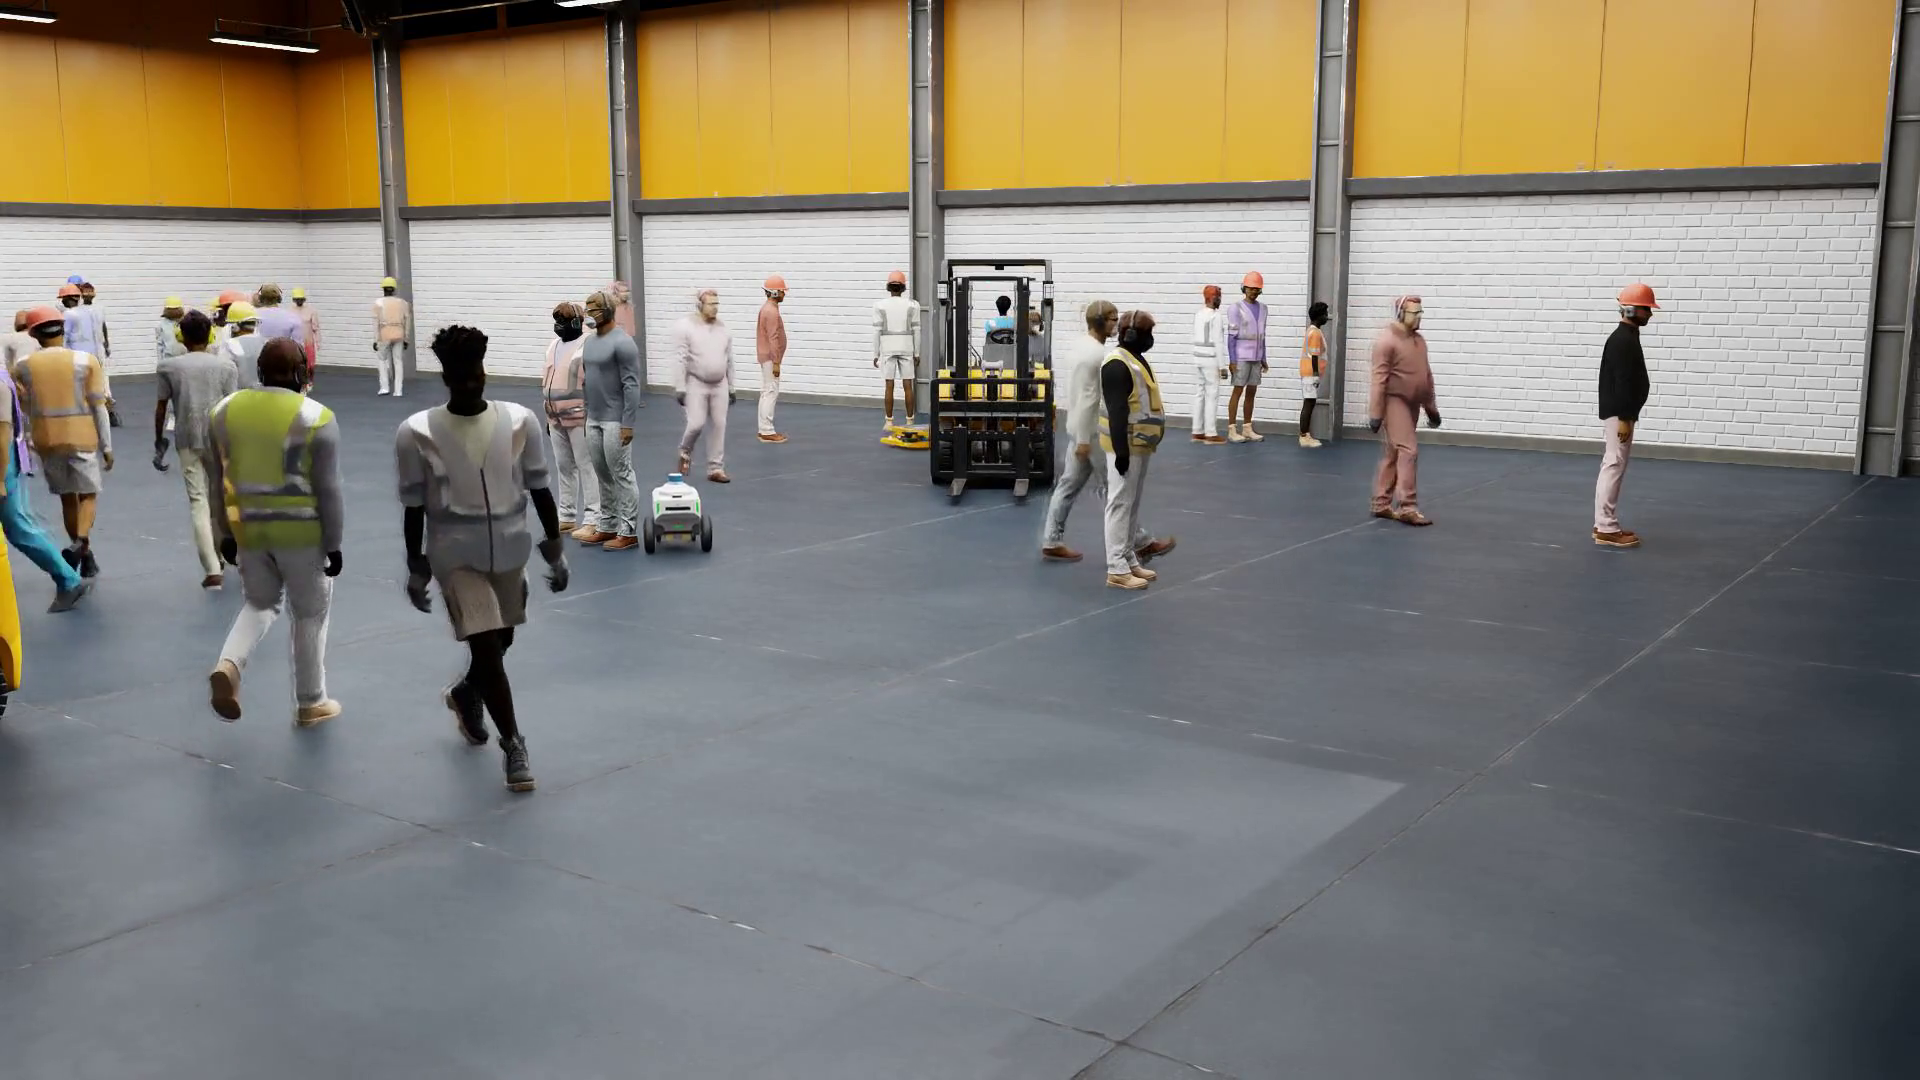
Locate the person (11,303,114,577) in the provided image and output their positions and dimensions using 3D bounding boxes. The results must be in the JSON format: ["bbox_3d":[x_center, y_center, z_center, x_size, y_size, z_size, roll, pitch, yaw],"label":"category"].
[{"bbox_3d":[-5.982,-0.629,11.096,0.582,1.888,0.788,-3,10,-16],"label":"person"}]

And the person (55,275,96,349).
[{"bbox_3d":[-13.659,-3.131,25.814,0.604,1.938,0.402,-3,10,-18],"label":"person"}]

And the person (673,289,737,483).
[{"bbox_3d":[-2.485,-1.502,16.244,0.666,1.890,0.516,-7,12,-36],"label":"person"}]

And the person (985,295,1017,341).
[{"bbox_3d":[0.588,-2.440,22.412,0.531,1.698,0.320,-2,10,-10],"label":"person"}]

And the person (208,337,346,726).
[{"bbox_3d":[-3.114,-0.004,7.565,0.649,1.820,0.593,2,10,9],"label":"person"}]

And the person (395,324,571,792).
[{"bbox_3d":[-2.033,0.036,7.037,0.674,1.915,0.949,-6,11,-30],"label":"person"}]

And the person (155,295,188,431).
[{"bbox_3d":[-9.940,-2.236,21.144,0.490,1.723,0.656,-4,10,-24],"label":"person"}]

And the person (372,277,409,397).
[{"bbox_3d":[-9.115,-3.234,26.535,0.614,1.897,0.702,-8,12,-38],"label":"person"}]

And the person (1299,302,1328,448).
[{"bbox_3d":[4.110,-1.920,19.350,0.321,1.691,0.532,1,10,9],"label":"person"}]

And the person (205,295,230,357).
[{"bbox_3d":[-8.212,-1.805,18.354,0.751,1.804,0.595,5,11,26],"label":"person"}]

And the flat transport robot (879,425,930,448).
[{"bbox_3d":[-0.165,-1.242,19.518,1.431,0.197,0.652,-6,11,-32],"label":"flat transport robot"}]

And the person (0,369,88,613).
[{"bbox_3d":[-5.755,-0.399,9.933,0.572,1.818,0.904,6,11,30],"label":"person"}]

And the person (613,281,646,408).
[{"bbox_3d":[-5.072,-2.882,24.544,0.823,1.875,0.645,6,11,30],"label":"person"}]

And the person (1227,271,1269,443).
[{"bbox_3d":[3.457,-2.177,19.835,0.611,2.038,0.396,-7,12,-34],"label":"person"}]

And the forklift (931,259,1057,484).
[{"bbox_3d":[0.370,-1.738,16.759,1.214,2.155,2.313,1,10,3],"label":"forklift"}]

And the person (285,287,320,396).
[{"bbox_3d":[-10.511,-3.164,26.574,0.529,1.750,0.589,-5,11,-26],"label":"person"}]

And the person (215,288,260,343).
[{"bbox_3d":[-7.183,-1.593,16.830,0.892,1.902,0.557,0,10,2],"label":"person"}]

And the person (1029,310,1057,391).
[{"bbox_3d":[0.817,-1.773,18.695,0.408,1.612,0.518,8,13,40],"label":"person"}]

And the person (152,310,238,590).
[{"bbox_3d":[-5.109,-0.612,11.135,0.542,1.825,0.926,-6,11,-32],"label":"person"}]

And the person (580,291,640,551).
[{"bbox_3d":[-2.628,-0.887,12.448,0.354,1.938,0.635,-9,13,-42],"label":"person"}]

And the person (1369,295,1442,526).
[{"bbox_3d":[3.735,-1.060,13.667,0.791,1.882,0.648,9,13,42],"label":"person"}]

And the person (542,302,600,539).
[{"bbox_3d":[-3.032,-0.931,13.001,0.624,1.844,0.429,7,12,37],"label":"person"}]

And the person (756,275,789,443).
[{"bbox_3d":[-2.222,-2.155,19.860,0.403,1.987,0.617,-2,10,-14],"label":"person"}]

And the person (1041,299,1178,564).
[{"bbox_3d":[1.042,-0.758,11.822,1.000,1.885,0.658,0,10,2],"label":"person"}]

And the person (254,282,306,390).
[{"bbox_3d":[-7.235,-1.751,17.592,0.634,1.940,0.367,-1,10,-6],"label":"person"}]

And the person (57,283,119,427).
[{"bbox_3d":[-11.408,-2.371,21.523,1.004,1.878,0.563,0,10,0],"label":"person"}]

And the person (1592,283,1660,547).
[{"bbox_3d":[5.070,-0.954,12.685,0.395,1.990,0.619,3,10,19],"label":"person"}]

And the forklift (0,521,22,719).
[{"bbox_3d":[-5.296,-0.090,6.943,1.214,2.155,2.313,7,12,35],"label":"forklift"}]

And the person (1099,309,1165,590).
[{"bbox_3d":[1.146,-0.606,11.070,0.429,1.843,0.621,3,10,19],"label":"person"}]

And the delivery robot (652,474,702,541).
[{"bbox_3d":[-2.139,-0.257,12.532,0.477,0.478,0.707,-2,10,-12],"label":"delivery robot"}]

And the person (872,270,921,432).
[{"bbox_3d":[-0.799,-2.379,21.021,0.606,2.045,0.389,-1,10,-3],"label":"person"}]

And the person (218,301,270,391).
[{"bbox_3d":[-6.055,-1.105,14.102,0.512,1.816,0.625,5,11,29],"label":"person"}]

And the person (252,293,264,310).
[{"bbox_3d":[-11.408,-3.200,27.140,0.531,1.636,0.311,-4,10,-24],"label":"person"}]

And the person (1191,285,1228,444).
[{"bbox_3d":[2.956,-2.075,19.703,0.351,1.878,0.582,-3,10,-19],"label":"person"}]

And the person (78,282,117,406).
[{"bbox_3d":[-12.807,-2.874,24.592,0.550,1.834,0.881,-8,13,-41],"label":"person"}]

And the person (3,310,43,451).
[{"bbox_3d":[-10.668,-1.833,19.101,0.493,1.599,0.769,-4,10,-23],"label":"person"}]
